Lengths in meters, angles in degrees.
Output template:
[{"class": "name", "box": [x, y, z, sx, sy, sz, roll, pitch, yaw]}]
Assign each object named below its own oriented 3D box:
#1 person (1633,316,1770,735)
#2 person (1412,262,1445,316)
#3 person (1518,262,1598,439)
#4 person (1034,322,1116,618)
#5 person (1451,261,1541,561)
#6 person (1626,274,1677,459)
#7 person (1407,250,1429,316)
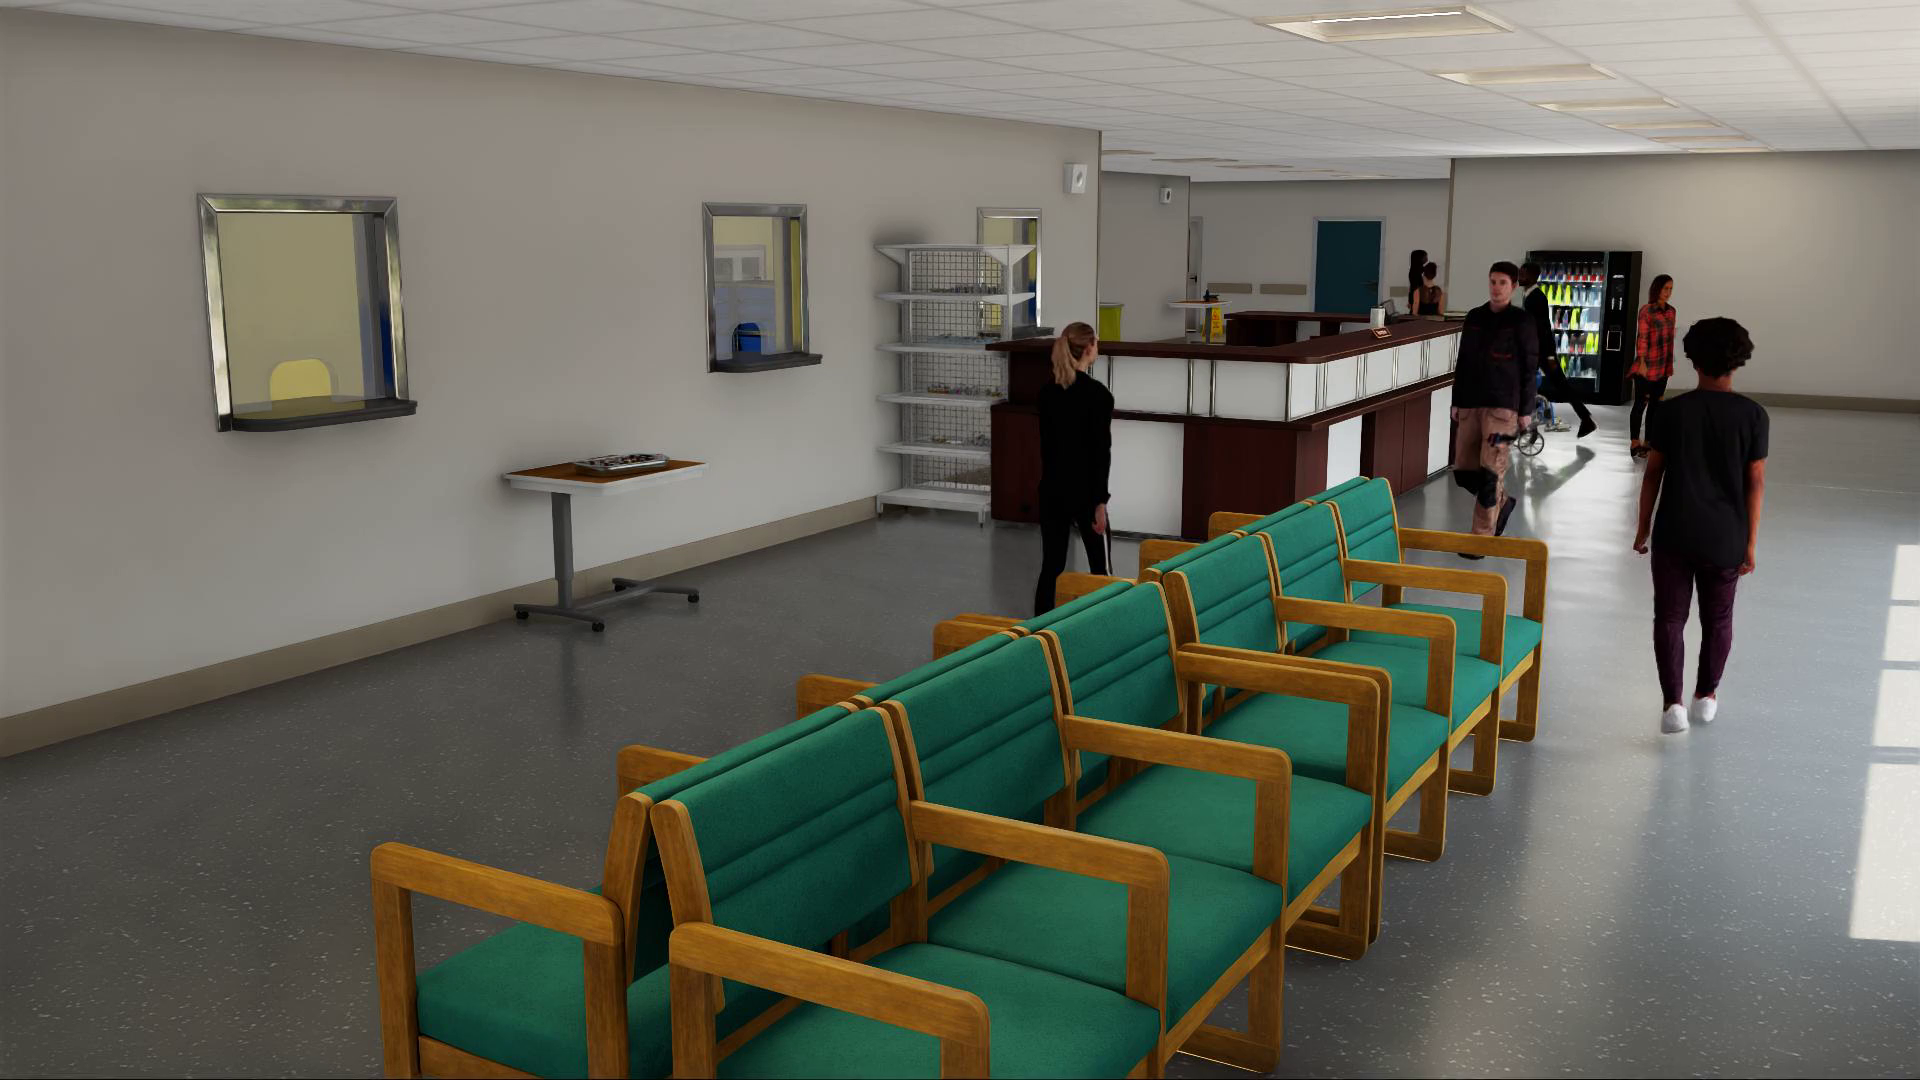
[{"class": "person", "box": [3.080, -0.034, 6.948, 0.978, 1.771, 0.826, 4, 11, 19]}, {"class": "person", "box": [5.961, -2.671, 21.140, 0.952, 1.661, 0.968, -2, 11, -10]}, {"class": "person", "box": [5.847, -1.822, 16.447, 1.331, 1.743, 0.824, 5, 12, 24]}, {"class": "person", "box": [0.474, -0.150, 7.813, 0.937, 1.676, 0.797, 9, 14, 38]}, {"class": "person", "box": [3.474, -0.838, 10.819, 1.069, 1.908, 0.930, 10, 15, 43]}, {"class": "person", "box": [6.475, -1.629, 15.540, 0.699, 1.702, 0.714, -6, 12, -29]}, {"class": "person", "box": [7.681, -4.017, 28.178, 1.242, 1.681, 1.126, -2, 11, -10]}]
